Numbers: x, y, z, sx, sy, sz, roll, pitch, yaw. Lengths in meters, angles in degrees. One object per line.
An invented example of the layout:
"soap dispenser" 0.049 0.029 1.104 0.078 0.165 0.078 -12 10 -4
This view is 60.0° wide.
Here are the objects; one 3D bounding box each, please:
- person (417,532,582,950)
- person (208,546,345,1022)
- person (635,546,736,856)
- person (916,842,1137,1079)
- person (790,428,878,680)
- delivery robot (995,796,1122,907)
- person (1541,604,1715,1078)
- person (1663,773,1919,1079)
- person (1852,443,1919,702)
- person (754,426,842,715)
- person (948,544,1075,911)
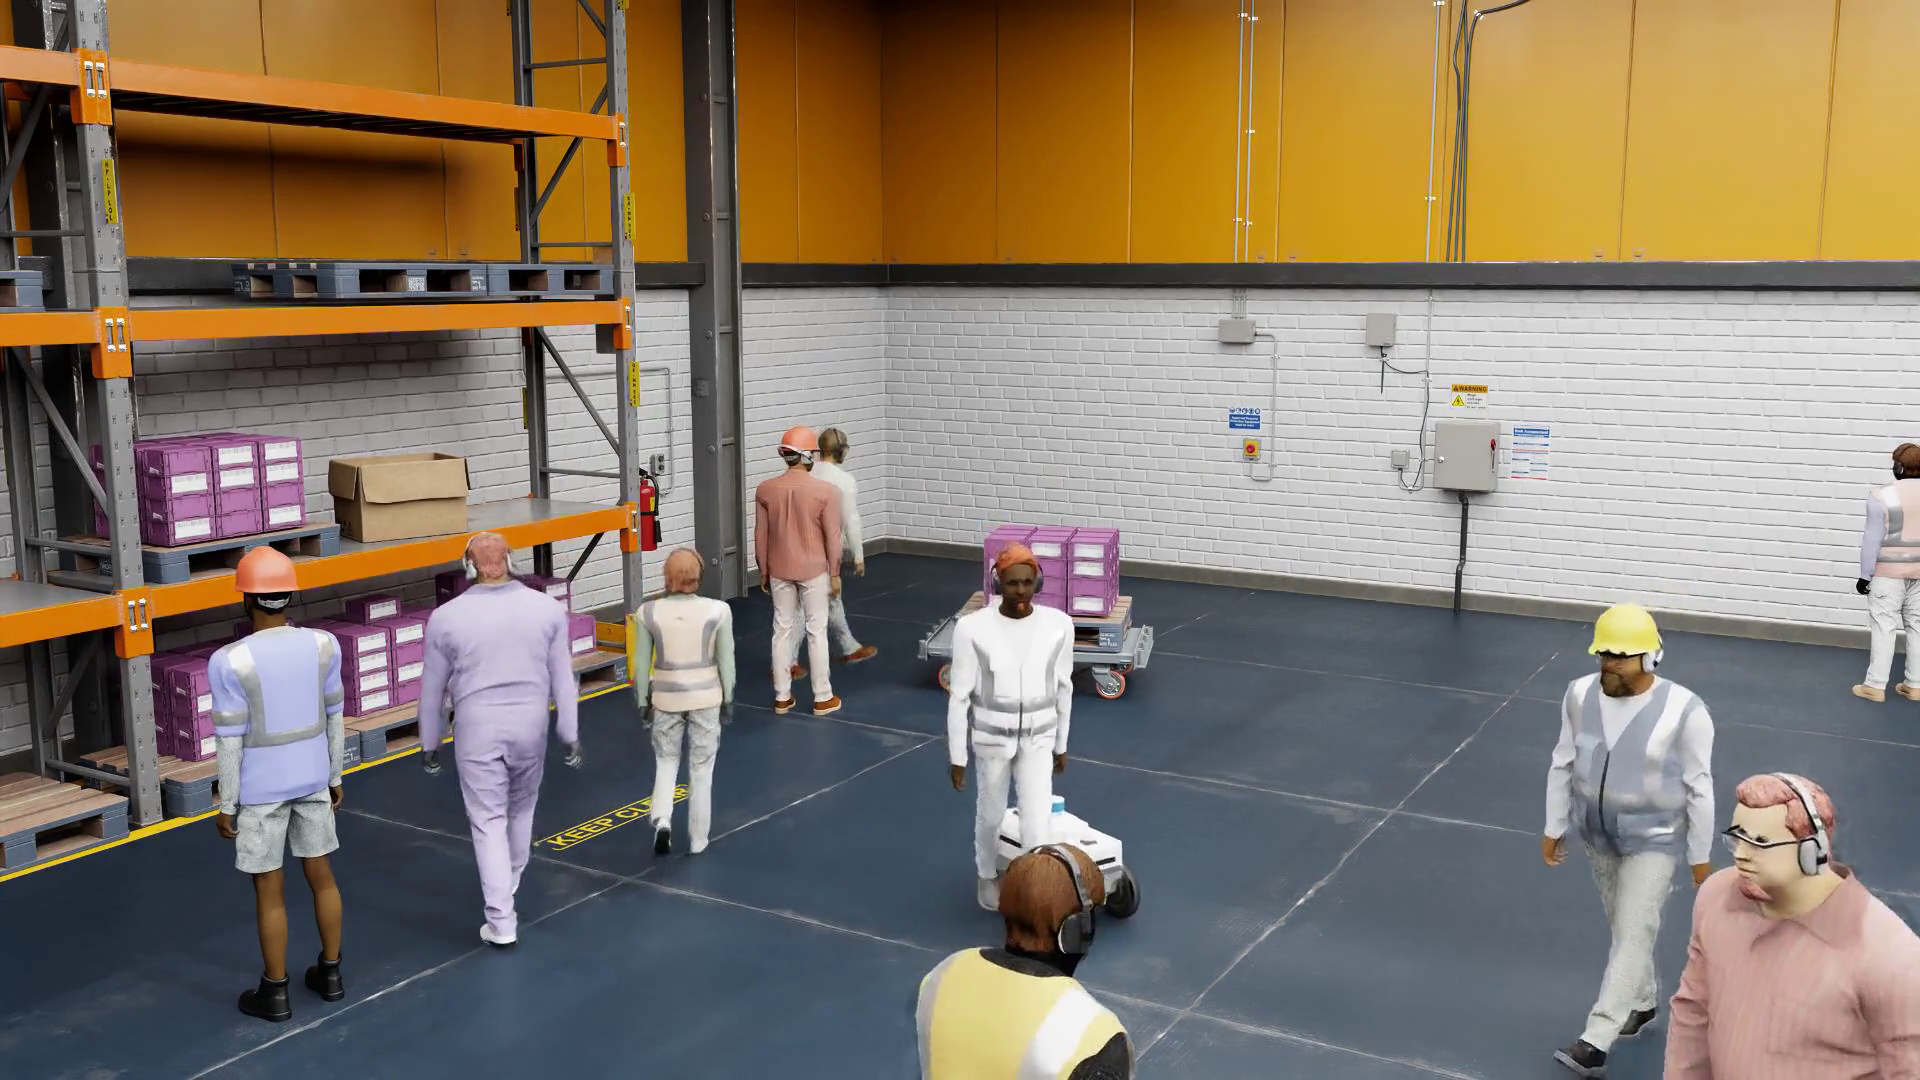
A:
"person" -2.164 0.879 7.744 0.689 1.836 1.008 -5 10 -27
"person" -2.778 0.986 6.786 0.359 1.938 0.547 8 12 39
"person" -1.413 0.852 8.582 0.513 1.630 0.416 0 9 -1
"person" 0.198 1.553 3.717 1.005 1.784 0.652 -8 12 -41
"person" -1.037 0.097 12.540 1.040 1.879 0.641 -8 12 -42
"delivery robot" 0.441 1.455 7.870 0.477 0.478 0.707 -6 11 -34
"person" 2.496 1.131 6.357 0.899 1.788 0.603 -7 11 -36
"person" 1.932 1.471 3.985 0.886 1.863 0.652 -2 9 -15
"person" 6.660 0.232 11.789 0.626 1.846 0.429 -1 9 -4
"person" -1.104 0.213 11.444 0.612 1.991 0.392 2 9 13
"person" 0.222 0.910 7.602 0.589 1.841 0.978 -1 9 -9
